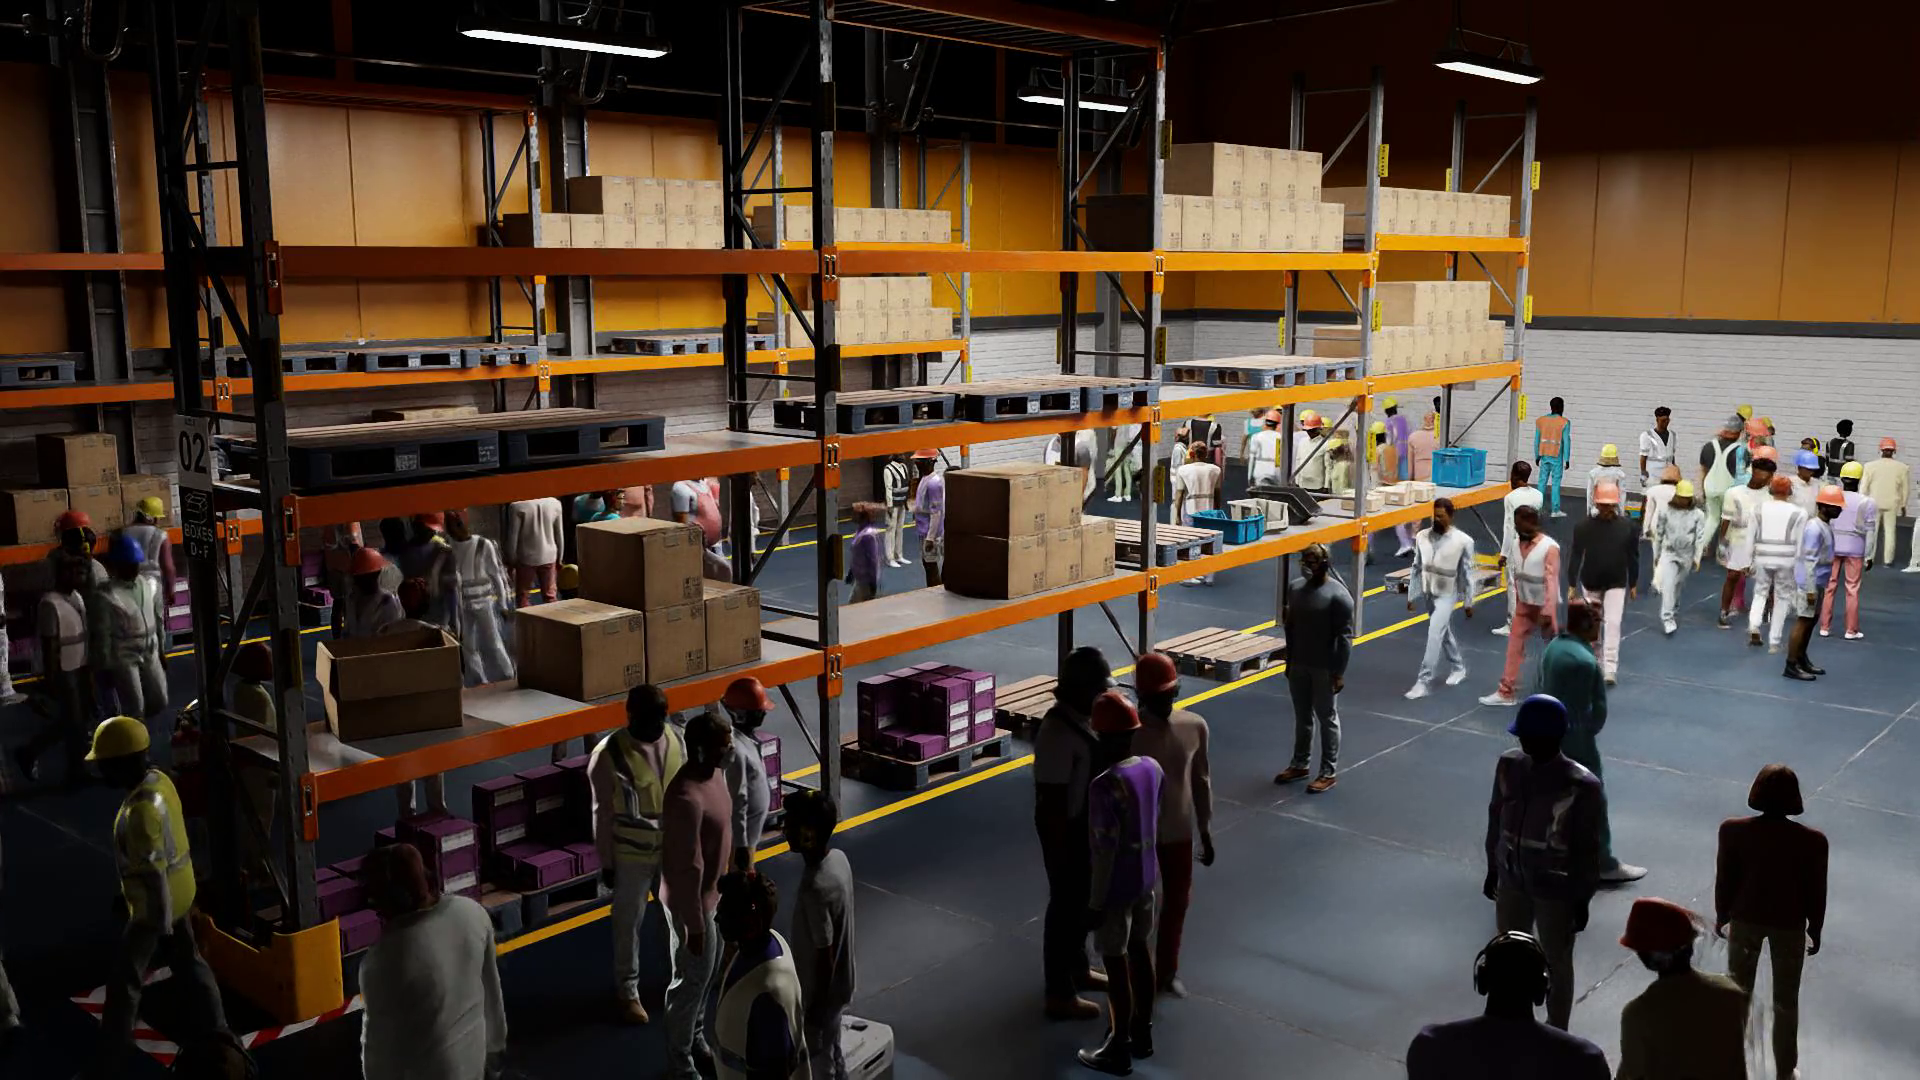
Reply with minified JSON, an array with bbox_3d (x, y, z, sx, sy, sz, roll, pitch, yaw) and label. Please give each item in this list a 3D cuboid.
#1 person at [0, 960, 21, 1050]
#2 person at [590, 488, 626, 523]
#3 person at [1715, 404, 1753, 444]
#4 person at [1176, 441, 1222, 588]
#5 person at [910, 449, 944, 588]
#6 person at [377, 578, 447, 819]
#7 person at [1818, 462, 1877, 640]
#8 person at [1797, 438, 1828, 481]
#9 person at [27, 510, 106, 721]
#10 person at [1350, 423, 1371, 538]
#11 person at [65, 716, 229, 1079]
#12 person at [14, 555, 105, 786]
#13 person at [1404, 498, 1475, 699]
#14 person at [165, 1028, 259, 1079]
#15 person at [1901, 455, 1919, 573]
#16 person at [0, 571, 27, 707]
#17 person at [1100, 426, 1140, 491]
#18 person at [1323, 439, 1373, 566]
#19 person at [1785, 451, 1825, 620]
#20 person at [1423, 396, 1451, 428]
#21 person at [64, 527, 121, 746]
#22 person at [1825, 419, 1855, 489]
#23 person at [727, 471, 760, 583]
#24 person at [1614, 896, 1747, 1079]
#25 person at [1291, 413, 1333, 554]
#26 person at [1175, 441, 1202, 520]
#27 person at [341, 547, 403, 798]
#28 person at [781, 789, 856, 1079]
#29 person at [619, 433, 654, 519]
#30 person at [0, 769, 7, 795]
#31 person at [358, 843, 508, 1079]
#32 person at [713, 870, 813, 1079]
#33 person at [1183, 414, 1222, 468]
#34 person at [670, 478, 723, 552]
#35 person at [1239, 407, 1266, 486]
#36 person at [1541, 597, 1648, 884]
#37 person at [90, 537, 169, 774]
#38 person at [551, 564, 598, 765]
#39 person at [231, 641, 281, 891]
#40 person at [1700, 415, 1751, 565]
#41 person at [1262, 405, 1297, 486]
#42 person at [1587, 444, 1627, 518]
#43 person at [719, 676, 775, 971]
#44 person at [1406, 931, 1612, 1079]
[{"bbox_3d":[-5.187,1.847,8.574,0.783,1.614,0.517,8,12,39],"label":"person"},{"bbox_3d":[-3.510,0.364,16.703,0.372,1.840,0.570,-9,13,-43],"label":"person"},{"bbox_3d":[11.999,-1.184,25.832,0.418,1.880,0.640,-7,12,-36],"label":"person"},{"bbox_3d":[2.987,-0.313,20.785,0.562,1.836,0.388,-1,10,-8],"label":"person"},{"bbox_3d":[-0.375,-0.103,18.893,0.375,2.044,0.607,-2,10,-11],"label":"person"},{"bbox_3d":[-3.771,1.194,11.625,0.573,1.883,0.354,4,10,22],"label":"person"},{"bbox_3d":[9.541,0.114,17.938,0.586,1.928,0.369,8,13,41],"label":"person"},{"bbox_3d":[10.666,-0.360,20.945,0.325,1.871,0.516,-2,10,-13],"label":"person"},{"bbox_3d":[-7.826,0.691,14.588,0.550,1.906,0.610,6,11,33],"label":"person"},{"bbox_3d":[5.905,-0.897,24.459,0.311,1.767,0.533,3,10,16],"label":"person"},{"bbox_3d":[-4.061,1.781,8.123,0.934,1.885,0.613,-3,10,-16],"label":"person"},{"bbox_3d":[-6.969,1.025,12.854,0.577,1.804,0.643,-1,10,-5],"label":"person"},{"bbox_3d":[4.552,0.517,15.716,1.022,1.874,0.600,-7,12,-37],"label":"person"},{"bbox_3d":[-2.073,2.315,4.766,0.631,1.940,0.372,-3,10,-15],"label":"person"},{"bbox_3d":[12.747,-0.354,21.666,0.735,1.613,0.548,0,10,-3],"label":"person"},{"bbox_3d":[-8.937,0.617,15.109,0.598,1.869,0.591,3,10,16],"label":"person"},{"bbox_3d":[2.867,-1.710,29.512,0.841,1.709,0.557,-6,11,-31],"label":"person"},{"bbox_3d":[5.140,-0.493,22.264,0.914,1.701,0.616,-1,10,-5],"label":"person"},{"bbox_3d":[9.581,-0.041,18.865,0.646,1.921,0.754,-1,10,-7],"label":"person"},{"bbox_3d":[8.452,-1.714,29.533,0.535,1.699,0.322,-2,10,-12],"label":"person"},{"bbox_3d":[-7.319,0.801,14.061,0.328,1.861,0.506,-6,11,-33],"label":"person"},{"bbox_3d":[13.310,-0.981,25.166,0.318,1.695,0.540,-2,10,-12],"label":"person"},{"bbox_3d":[-2.388,0.056,18.464,0.378,1.874,0.578,-2,10,-14],"label":"person"},{"bbox_3d":[2.734,2.194,6.162,0.579,1.718,0.675,-5,11,-26],"label":"person"},{"bbox_3d":[4.869,-0.763,23.007,0.390,1.986,0.609,-8,12,-39],"label":"person"},{"bbox_3d":[3.065,-0.416,21.623,0.570,1.749,0.342,8,13,41],"label":"person"},{"bbox_3d":[-4.516,0.971,12.913,0.541,1.903,0.965,7,12,35],"label":"person"},{"bbox_3d":[-0.603,1.963,7.090,0.311,1.865,0.532,1,10,5],"label":"person"},{"bbox_3d":[-4.051,-0.343,20.493,0.620,1.987,0.407,-7,12,-37],"label":"person"},{"bbox_3d":[-7.738,1.092,12.534,0.988,1.784,0.641,-1,10,-6],"label":"person"},{"bbox_3d":[-2.037,2.069,6.439,0.457,1.878,0.682,3,10,18],"label":"person"},{"bbox_3d":[-0.737,2.118,6.219,0.390,1.847,0.563,-2,10,-13],"label":"person"},{"bbox_3d":[3.679,-1.166,25.296,0.615,2.029,0.409,4,10,22],"label":"person"},{"bbox_3d":[-2.902,-0.028,18.453,0.536,2.000,0.694,2,10,13],"label":"person"},{"bbox_3d":[4.807,-1.377,27.168,0.535,1.813,0.769,8,13,41],"label":"person"},{"bbox_3d":[4.147,1.308,10.924,0.766,1.882,0.677,0,10,1],"label":"person"},{"bbox_3d":[-6.575,0.917,13.125,0.572,1.932,0.637,4,10,20],"label":"person"},{"bbox_3d":[-2.970,1.049,12.849,0.526,1.765,0.329,-2,10,-11],"label":"person"},{"bbox_3d":[-4.554,1.459,10.814,0.269,1.628,0.501,-8,12,-40],"label":"person"},{"bbox_3d":[10.274,-0.668,22.274,0.598,2.000,0.696,-8,12,-38],"label":"person"},{"bbox_3d":[4.938,-1.214,25.979,0.799,1.896,0.580,-3,10,-16],"label":"person"},{"bbox_3d":[8.294,-0.365,21.343,0.493,1.746,0.283,8,13,41],"label":"person"},{"bbox_3d":[-1.210,1.626,9.431,0.342,1.751,0.563,-1,10,-3],"label":"person"},{"bbox_3d":[1.756,2.206,5.421,0.629,1.940,0.376,2,10,14],"label":"person"}]
